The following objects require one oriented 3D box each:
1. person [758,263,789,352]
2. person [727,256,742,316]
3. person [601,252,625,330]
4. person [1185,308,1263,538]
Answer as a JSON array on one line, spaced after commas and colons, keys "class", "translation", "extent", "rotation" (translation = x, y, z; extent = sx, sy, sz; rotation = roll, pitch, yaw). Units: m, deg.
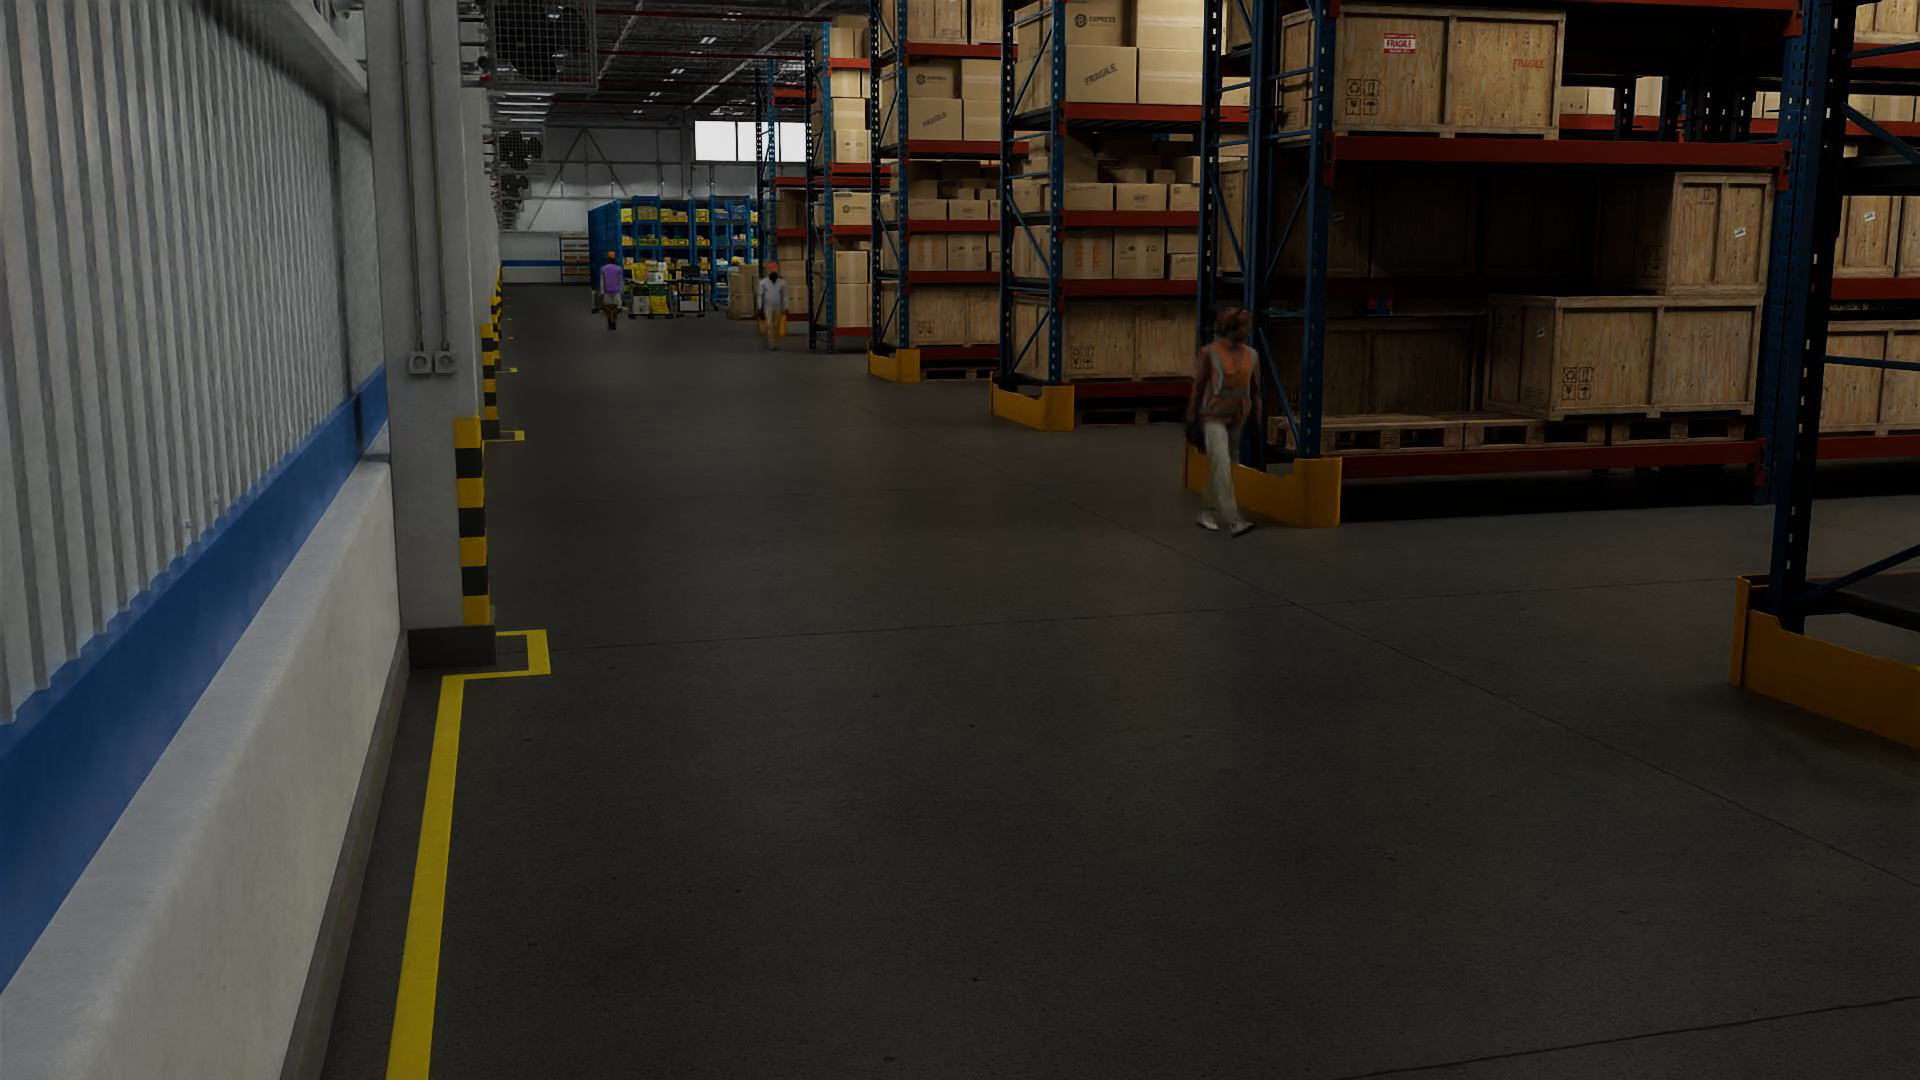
[{"class": "person", "translation": [-3.598, -4.492, 32.131], "extent": [0.578, 1.709, 0.889], "rotation": [-3, 10, -15]}, {"class": "person", "translation": [-6.511, -7.326, 48.111], "extent": [0.485, 1.734, 0.348], "rotation": [5, 11, 26]}, {"class": "person", "translation": [-8.476, -6.083, 40.635], "extent": [0.565, 1.880, 0.997], "rotation": [-2, 10, -9]}, {"class": "person", "translation": [1.888, -0.811, 11.615], "extent": [0.552, 1.581, 0.861], "rotation": [-5, 11, -24]}]
